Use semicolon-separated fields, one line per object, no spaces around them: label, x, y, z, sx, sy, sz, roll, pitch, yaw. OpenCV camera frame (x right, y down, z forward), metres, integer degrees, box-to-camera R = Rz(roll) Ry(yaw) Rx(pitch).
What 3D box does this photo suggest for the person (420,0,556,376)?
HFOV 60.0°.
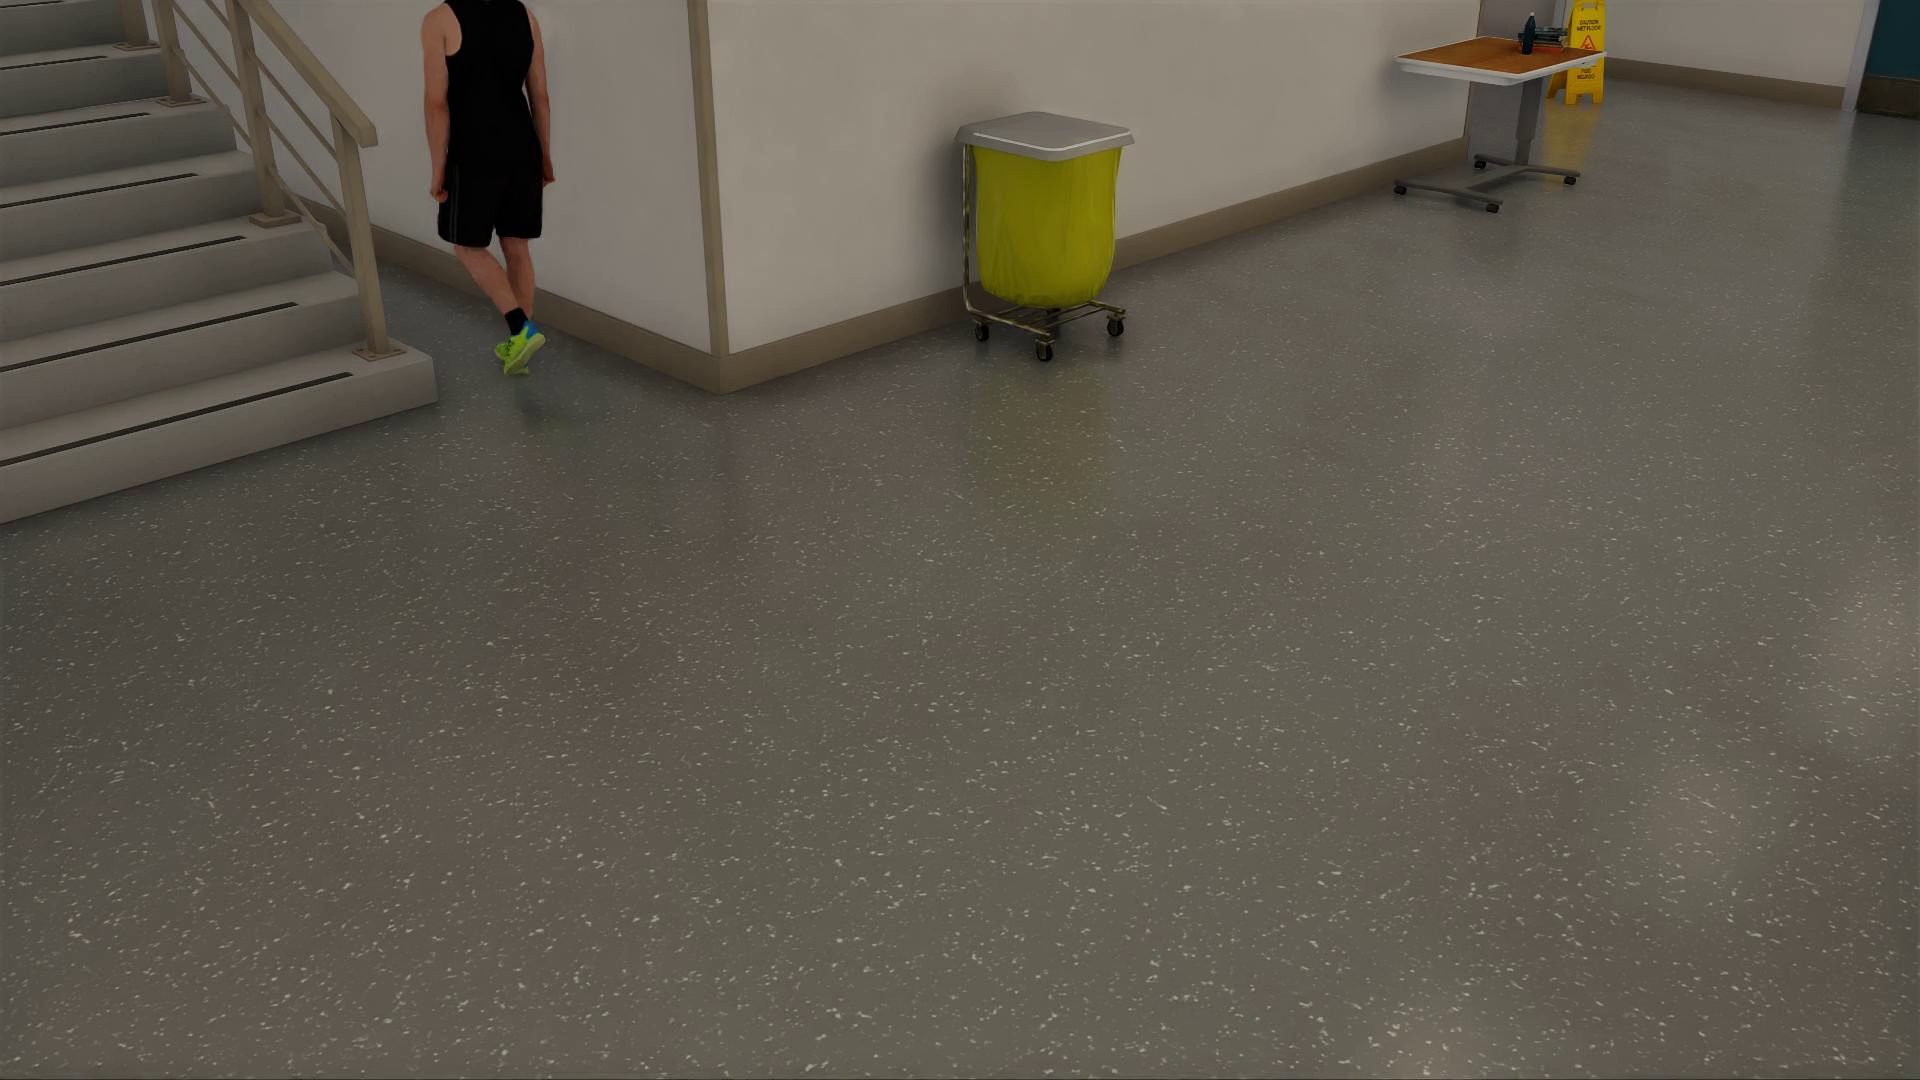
person;-1.866;-1.534;6.754;0.749;1.880;0.853;-19;31;-34
